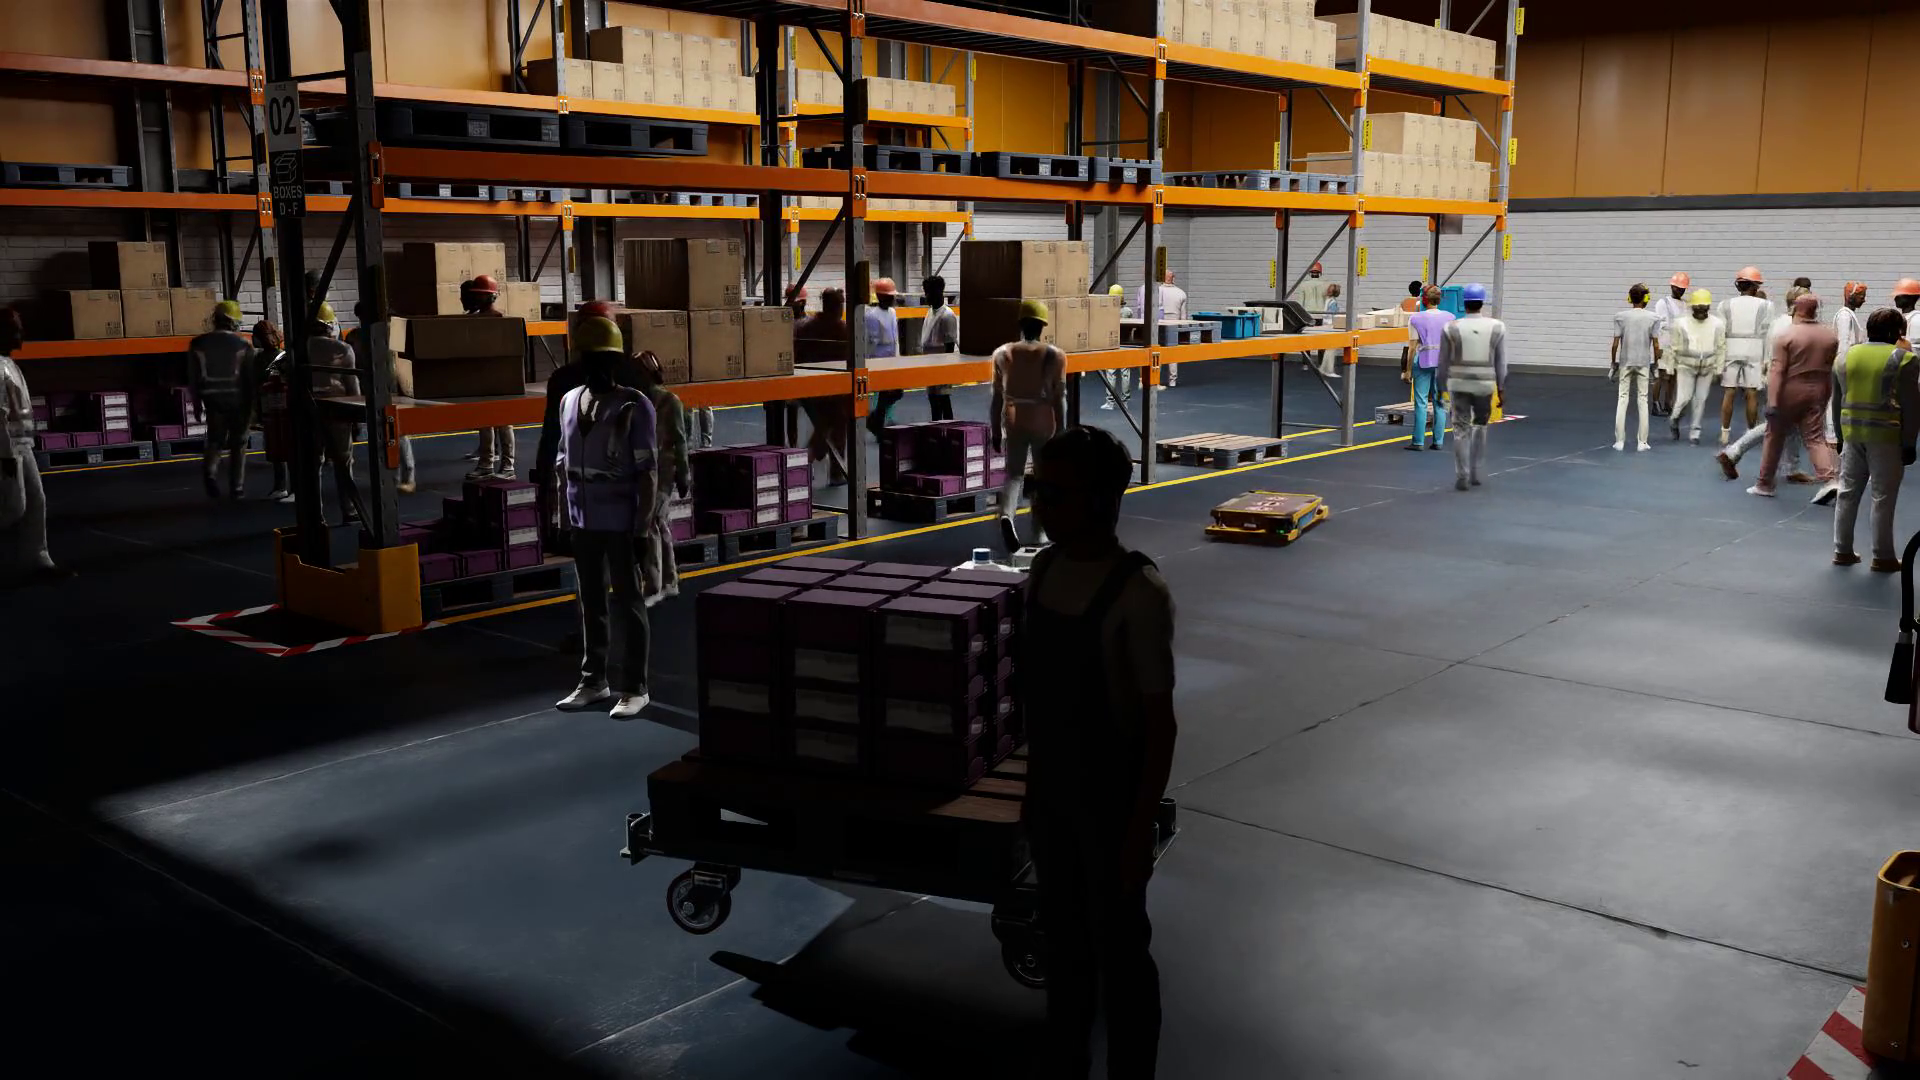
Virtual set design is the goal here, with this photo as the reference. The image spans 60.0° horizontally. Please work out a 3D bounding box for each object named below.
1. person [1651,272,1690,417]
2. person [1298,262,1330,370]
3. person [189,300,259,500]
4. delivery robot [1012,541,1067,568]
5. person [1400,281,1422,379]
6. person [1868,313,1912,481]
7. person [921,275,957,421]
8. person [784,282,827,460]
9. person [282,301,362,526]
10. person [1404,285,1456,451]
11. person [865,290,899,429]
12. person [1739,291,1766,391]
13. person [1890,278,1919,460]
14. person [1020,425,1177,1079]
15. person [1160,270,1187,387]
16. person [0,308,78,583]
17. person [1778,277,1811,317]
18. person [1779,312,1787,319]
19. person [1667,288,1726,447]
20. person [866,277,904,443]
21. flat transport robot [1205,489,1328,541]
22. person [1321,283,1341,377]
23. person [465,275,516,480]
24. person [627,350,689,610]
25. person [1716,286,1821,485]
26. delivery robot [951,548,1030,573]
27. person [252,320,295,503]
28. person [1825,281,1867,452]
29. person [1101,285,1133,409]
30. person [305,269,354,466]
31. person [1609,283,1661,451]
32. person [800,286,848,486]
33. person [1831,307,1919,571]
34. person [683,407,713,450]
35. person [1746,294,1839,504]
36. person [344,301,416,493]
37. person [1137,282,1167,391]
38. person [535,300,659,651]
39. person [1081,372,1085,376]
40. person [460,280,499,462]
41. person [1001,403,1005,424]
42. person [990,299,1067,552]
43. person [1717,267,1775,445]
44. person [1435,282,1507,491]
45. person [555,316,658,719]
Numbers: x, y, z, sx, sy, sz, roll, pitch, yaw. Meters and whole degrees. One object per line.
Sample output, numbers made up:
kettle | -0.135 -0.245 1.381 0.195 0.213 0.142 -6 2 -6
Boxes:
person | 9.571 -2.615 22.320 0.542 1.928 0.374 -5 11 -26
person | 6.569 -4.143 30.824 0.609 1.995 0.378 2 10 9
person | -6.532 -1.229 14.823 0.604 1.796 0.493 -2 10 -9
delivery robot | 0.680 0.177 10.058 0.707 0.478 0.477 2 10 13
person | 7.764 -3.579 28.468 0.318 1.697 0.535 -7 12 -34
person | 8.986 -1.378 16.097 0.522 1.640 0.306 -7 12 -34
person | -0.252 -1.929 18.317 0.368 1.961 0.603 -5 11 -25
person | -1.616 -1.717 17.277 0.564 1.911 0.856 2 10 14
person | -5.150 -1.016 13.483 0.592 1.833 0.404 -1 10 -3
person | 5.220 -1.899 18.484 0.564 1.842 0.389 -3 10 -15
person | -1.069 -2.245 20.764 0.530 1.735 0.797 10 14 43
person | 12.515 -3.119 26.145 0.843 1.581 0.508 -8 13 -38
person | 9.954 -1.794 17.603 0.349 1.942 0.545 1 10 6
person | 0.310 0.639 4.026 0.347 1.846 0.505 -6 12 -32
person | 3.347 -3.420 27.010 0.653 1.894 0.401 -2 10 -9
person | -6.373 -0.605 11.034 0.720 1.866 0.591 -3 10 -15
person | 12.367 -2.958 24.565 0.658 1.824 0.532 -3 11 -19
person | 10.701 -2.372 21.440 0.543 1.752 0.478 -3 11 -19
person | 8.371 -1.958 18.934 0.589 1.810 0.474 2 10 9
person | -0.895 -2.064 19.202 0.472 1.918 0.562 5 11 26
flat transport robot | 2.479 -0.210 13.335 0.652 0.197 1.431 4 11 24
person | 6.512 -3.671 29.157 0.314 1.638 0.519 1 10 4
person | -4.577 -1.563 16.130 0.614 1.997 0.348 6 12 31
person | -1.996 -0.375 10.452 0.518 1.614 0.651 8 13 38
person | 7.771 -1.467 15.856 0.866 1.909 0.642 5 11 27
delivery robot | 0.123 0.292 9.409 0.707 0.478 0.477 -3 11 -17
person | -6.091 -1.138 14.781 0.497 1.626 0.288 8 13 38
person | 9.829 -1.919 18.473 0.356 1.887 0.572 5 11 26
person | 2.181 -2.701 23.329 0.484 1.744 0.295 -4 11 -23
person | -6.651 -1.799 17.349 0.688 2.000 0.536 6 12 32
person | 7.523 -1.923 18.561 0.516 1.865 0.325 5 11 25
person | -1.237 -1.447 15.761 0.662 1.893 0.488 8 13 37
person | 6.436 -0.705 11.687 0.429 1.844 0.627 -6 11 -29
person | -2.915 -1.873 18.062 0.633 1.939 0.368 6 11 29
person | 7.503 -1.257 14.801 0.675 1.859 0.969 -2 10 -12
person | -5.294 -1.315 15.287 0.652 1.801 0.581 0 10 -2
person | 3.060 -3.380 26.343 0.394 2.041 0.612 -5 11 -26
person | -2.035 -0.348 9.320 0.718 1.963 0.502 -9 13 -42
person | 2.032 -3.792 29.186 0.328 1.872 0.512 7 12 36
person | -5.081 -1.788 17.646 0.396 1.916 0.590 -4 11 -23
person | 0.611 -2.136 19.769 0.310 1.864 0.533 2 10 9
person | 0.494 -0.846 12.394 0.589 1.888 0.826 3 10 15
person | 8.962 -2.096 19.048 0.608 2.040 0.394 6 12 31
person | 4.764 -1.439 15.599 0.638 1.929 0.655 1 10 6
person | -1.716 -0.108 8.036 0.587 1.930 0.354 5 11 28
